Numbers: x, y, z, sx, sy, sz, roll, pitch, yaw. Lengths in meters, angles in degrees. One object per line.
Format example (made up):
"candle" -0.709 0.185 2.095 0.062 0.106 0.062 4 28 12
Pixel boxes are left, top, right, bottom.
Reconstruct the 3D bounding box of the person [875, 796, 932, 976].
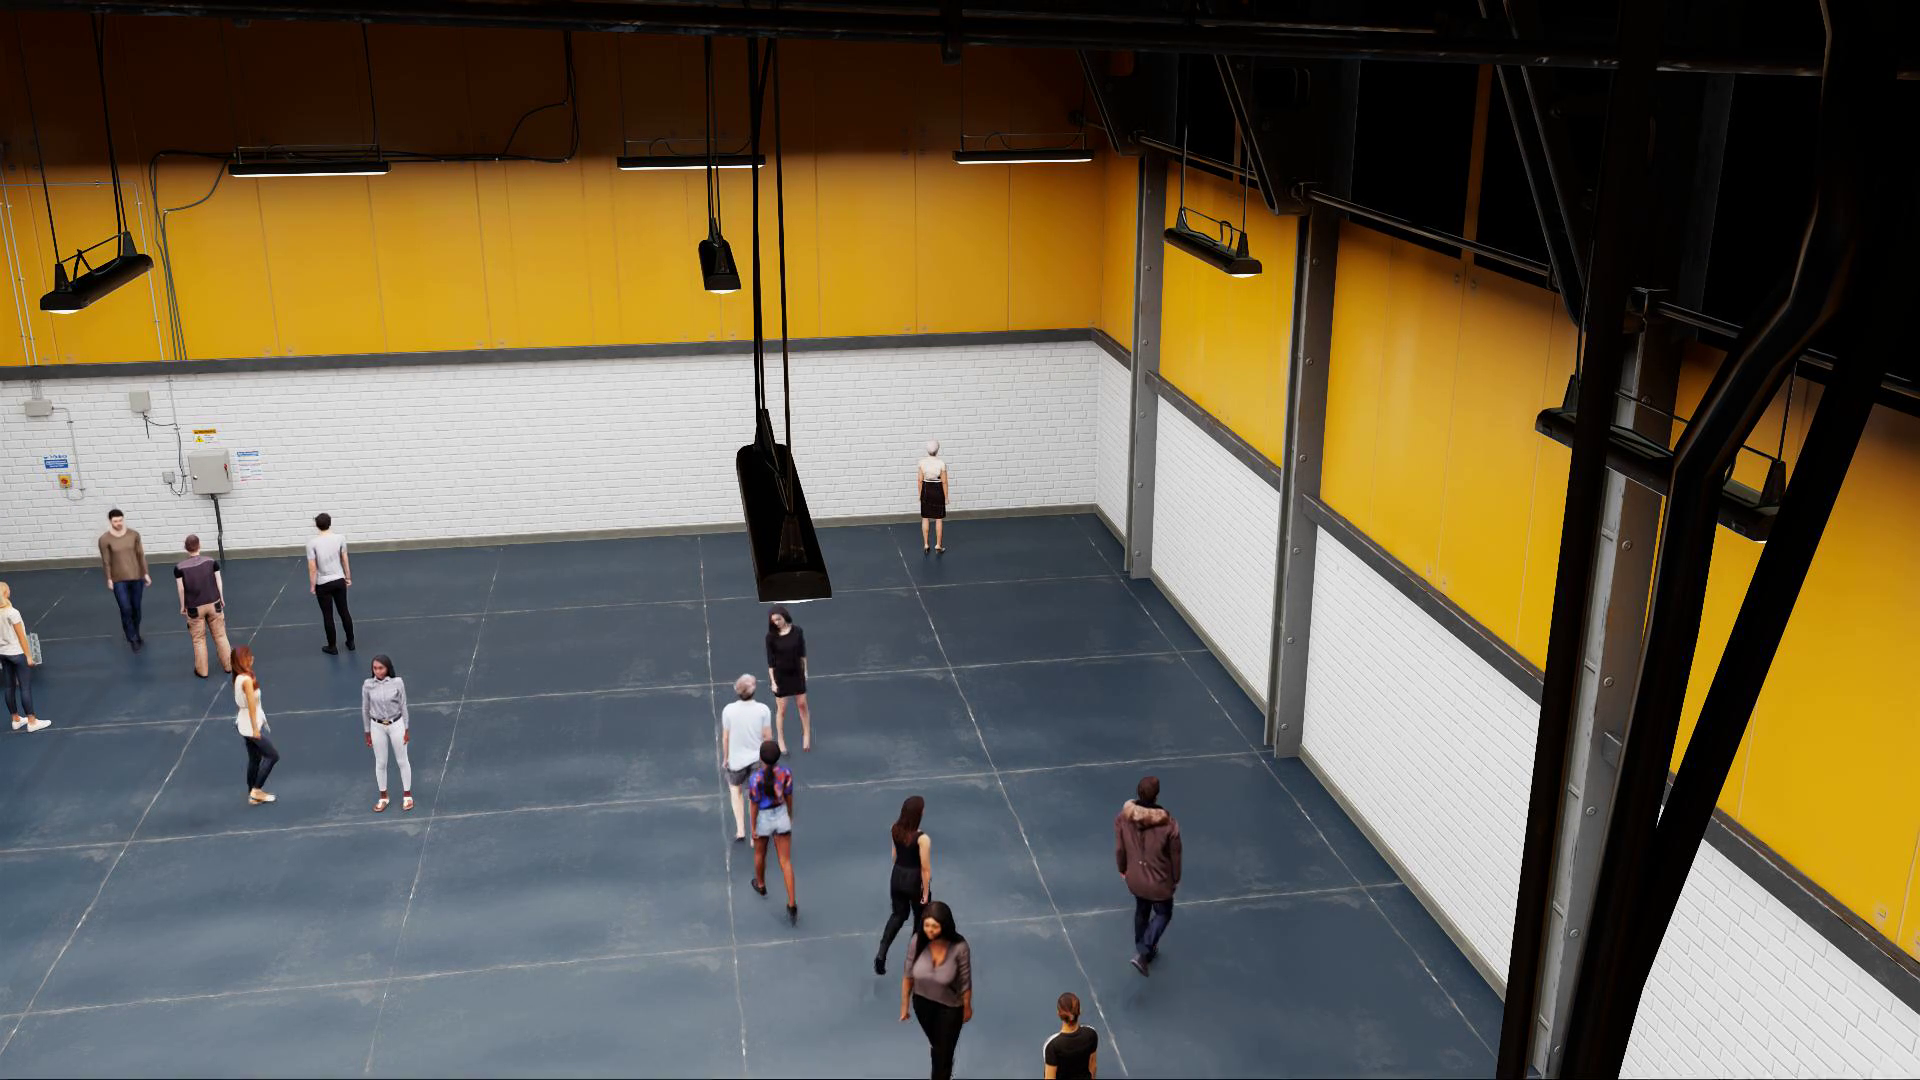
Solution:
"person" -0.483 3.007 14.371 0.984 1.672 1.045 13 23 34

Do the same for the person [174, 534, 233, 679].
"person" -9.405 0.802 20.653 0.763 1.841 0.735 -12 22 -31

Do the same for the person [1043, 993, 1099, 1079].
"person" 0.782 3.922 11.661 0.629 1.668 0.592 -8 20 -23

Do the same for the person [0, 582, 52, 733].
"person" -10.890 1.334 19.125 0.676 1.808 0.673 7 20 19

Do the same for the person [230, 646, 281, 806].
"person" -7.456 1.968 17.301 0.764 1.772 0.652 -13 23 -34

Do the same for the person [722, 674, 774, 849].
"person" -2.116 2.227 16.457 0.688 1.819 0.627 -2 19 -5

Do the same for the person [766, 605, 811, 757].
"person" -1.916 1.560 18.497 0.656 1.781 0.593 -12 22 -32

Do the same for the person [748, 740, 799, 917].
"person" -1.691 2.670 15.317 0.763 1.707 1.138 -8 20 -22

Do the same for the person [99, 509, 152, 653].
"person" -10.842 0.470 21.600 1.042 1.866 0.933 18 25 42

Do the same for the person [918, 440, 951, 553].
"person" -0.414 -0.655 25.118 0.712 1.754 0.682 5 19 14

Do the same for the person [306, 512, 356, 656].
"person" -8.087 0.552 21.363 0.740 1.863 0.725 -15 24 -37

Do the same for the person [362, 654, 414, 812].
"person" -5.952 1.987 17.321 0.598 1.723 0.496 -3 19 -8

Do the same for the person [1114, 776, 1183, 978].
"person" 1.606 2.933 14.339 1.022 1.833 1.088 11 21 29

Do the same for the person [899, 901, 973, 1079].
"person" -0.135 3.530 12.643 1.038 1.785 1.261 6 20 18
